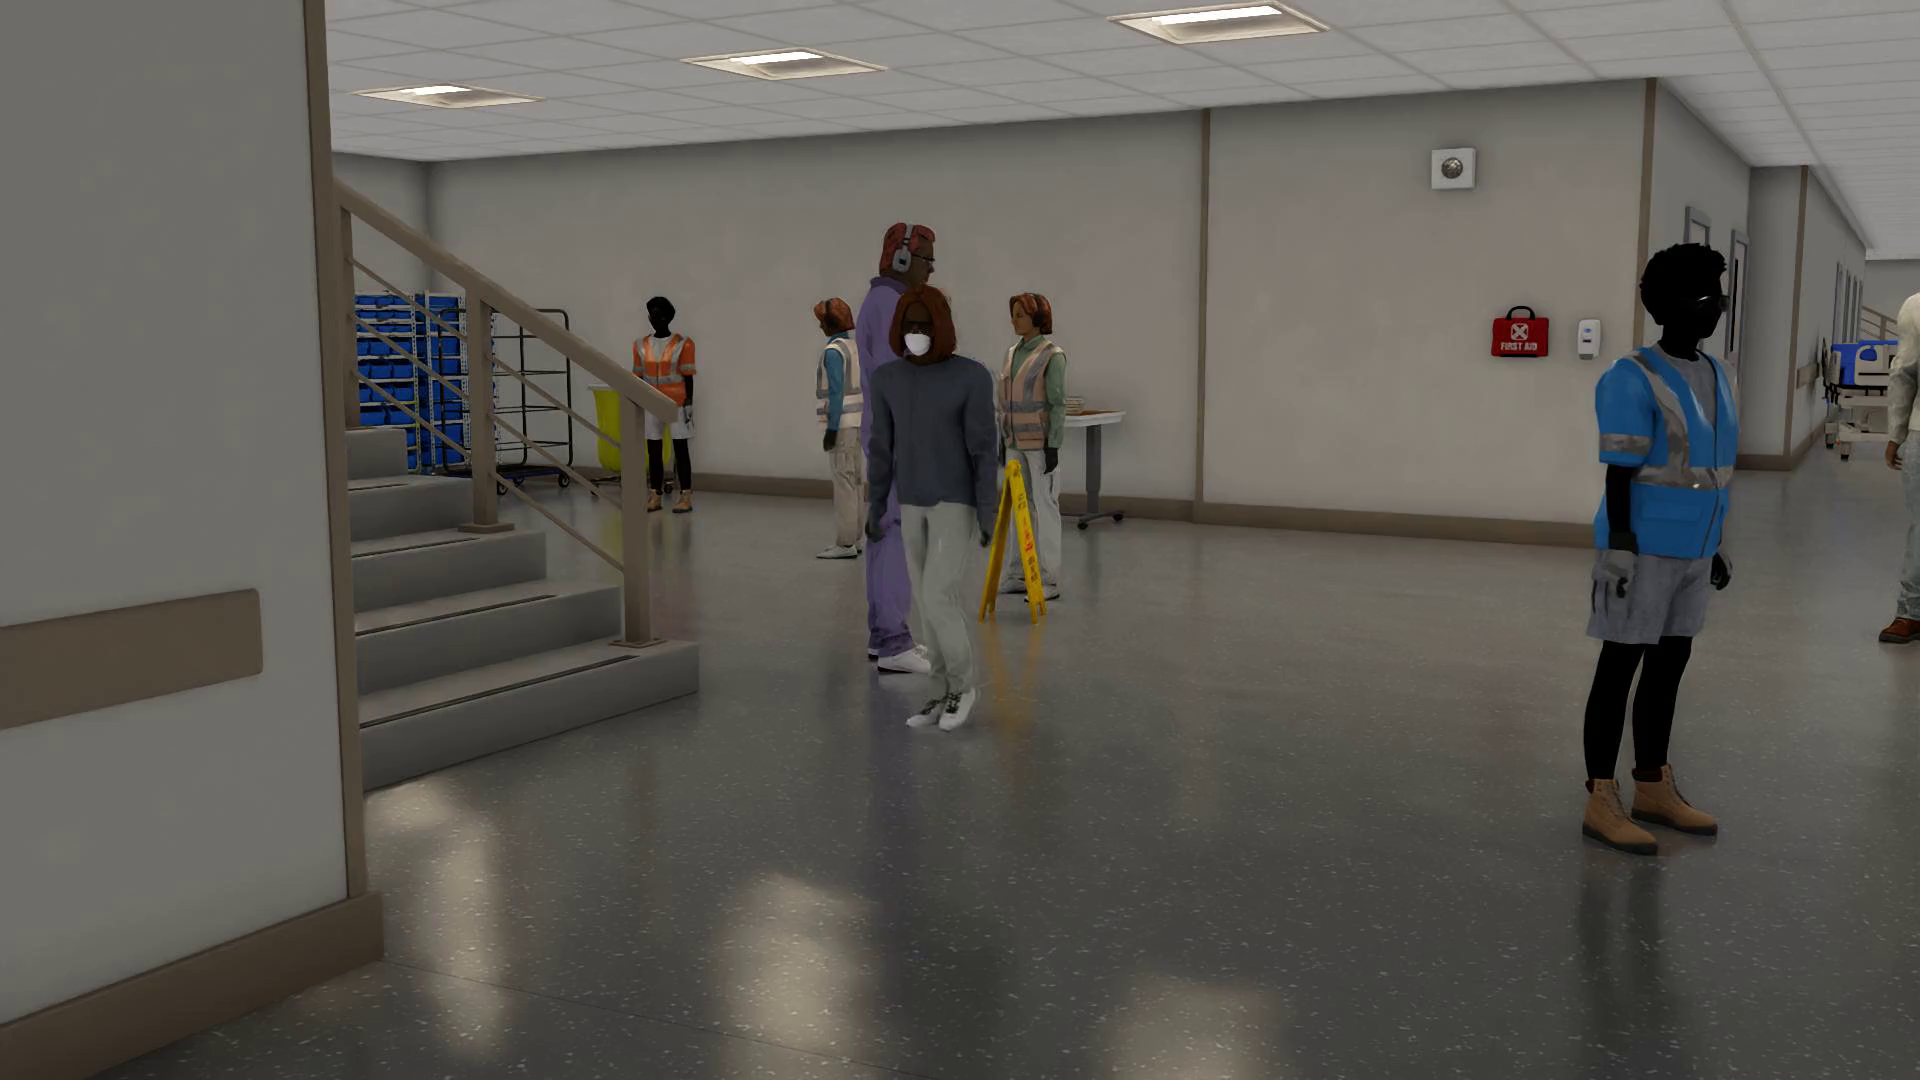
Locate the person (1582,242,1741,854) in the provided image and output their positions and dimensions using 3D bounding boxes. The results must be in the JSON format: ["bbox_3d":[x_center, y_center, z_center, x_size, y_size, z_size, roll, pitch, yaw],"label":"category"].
[{"bbox_3d":[1.995,0.019,4.714,0.536,1.696,0.322,-5,9,-32],"label":"person"}]

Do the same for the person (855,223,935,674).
[{"bbox_3d":[-0.235,-0.391,7.106,0.407,1.902,0.639,-1,7,-8],"label":"person"}]

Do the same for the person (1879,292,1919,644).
[{"bbox_3d":[4.521,-0.465,7.522,0.372,1.940,0.632,-7,10,-44],"label":"person"}]

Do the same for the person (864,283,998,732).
[{"bbox_3d":[-0.099,-0.103,5.971,0.522,1.613,0.404,6,9,38],"label":"person"}]

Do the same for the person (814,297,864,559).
[{"bbox_3d":[-0.752,-0.698,10.463,0.313,1.639,0.513,1,7,9],"label":"person"}]

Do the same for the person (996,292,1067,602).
[{"bbox_3d":[0.378,-0.493,8.878,0.309,1.641,0.514,-5,9,-35],"label":"person"}]

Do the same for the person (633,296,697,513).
[{"bbox_3d":[-2.304,-1.049,12.975,0.530,1.689,0.321,2,8,11],"label":"person"}]
